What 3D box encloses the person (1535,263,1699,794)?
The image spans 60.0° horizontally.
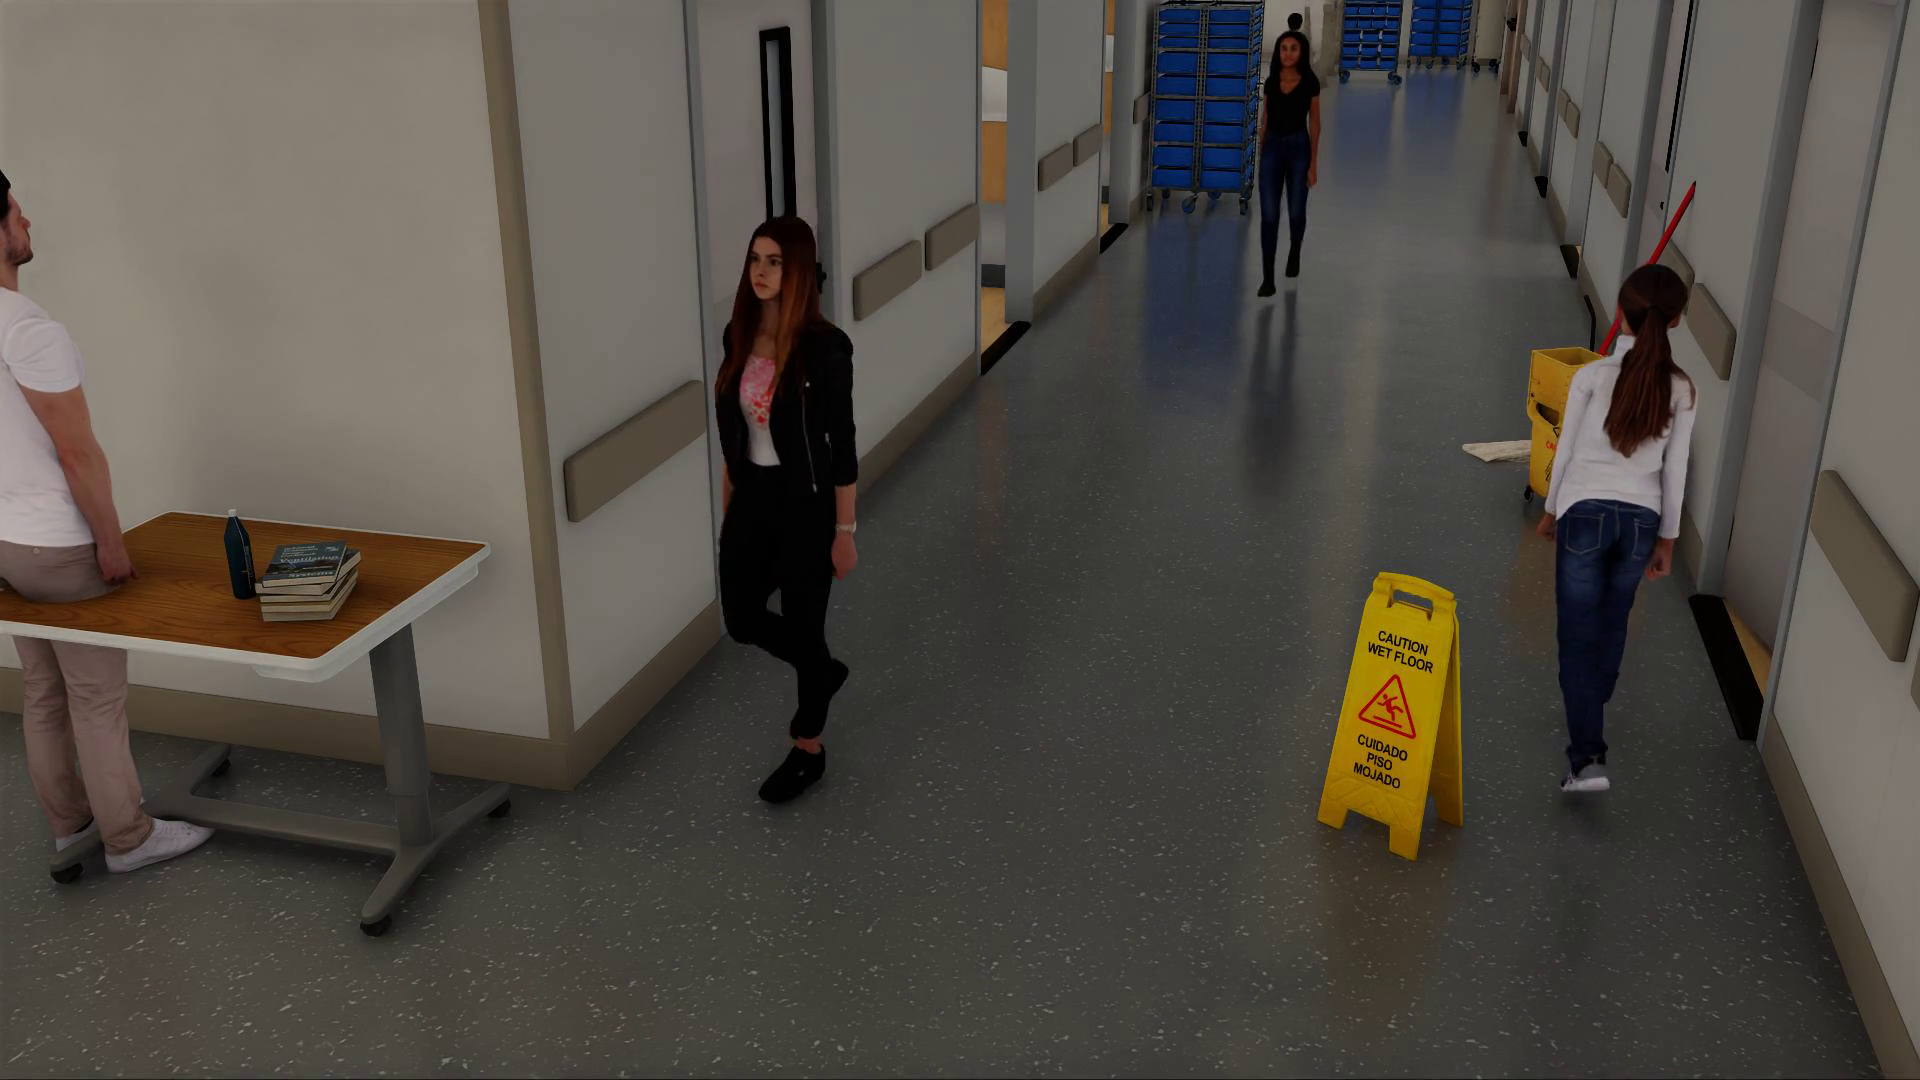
[{"bbox_3d":[1.870,0.006,4.790,0.608,1.524,1.078,2,21,6],"label":"person"}]

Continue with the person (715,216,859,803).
[{"bbox_3d":[-0.441,-0.097,4.809,0.742,1.701,0.825,13,24,31],"label":"person"}]

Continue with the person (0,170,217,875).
[{"bbox_3d":[-2.383,-0.014,4.329,0.742,1.887,0.698,12,24,29],"label":"person"}]

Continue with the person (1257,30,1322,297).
[{"bbox_3d":[2.231,-2.529,11.246,0.617,1.691,1.212,7,22,17],"label":"person"}]
